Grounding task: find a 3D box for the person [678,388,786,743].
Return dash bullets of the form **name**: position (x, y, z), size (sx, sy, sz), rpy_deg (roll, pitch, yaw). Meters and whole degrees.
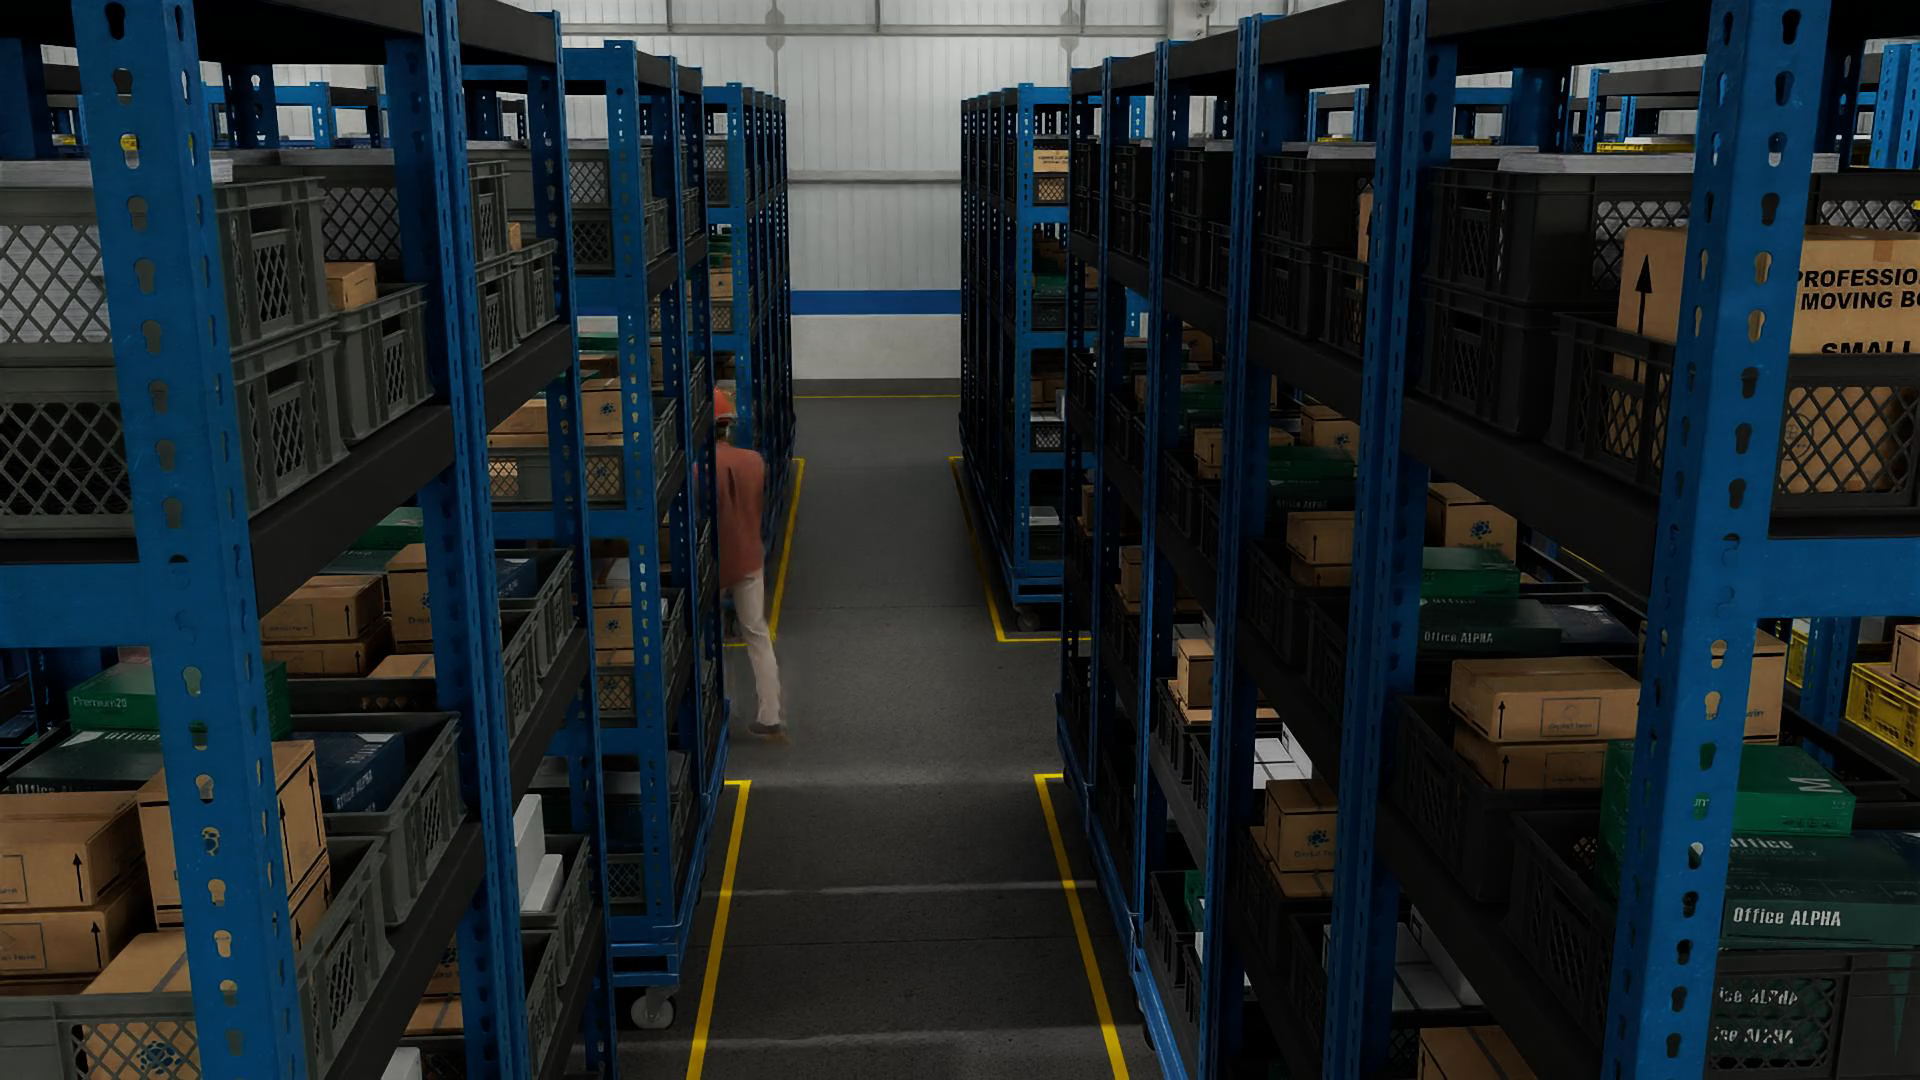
- **person**: position (-1.344, 0.122, 9.246), size (0.633, 1.936, 1.041), rpy_deg (-12, 18, -39)
